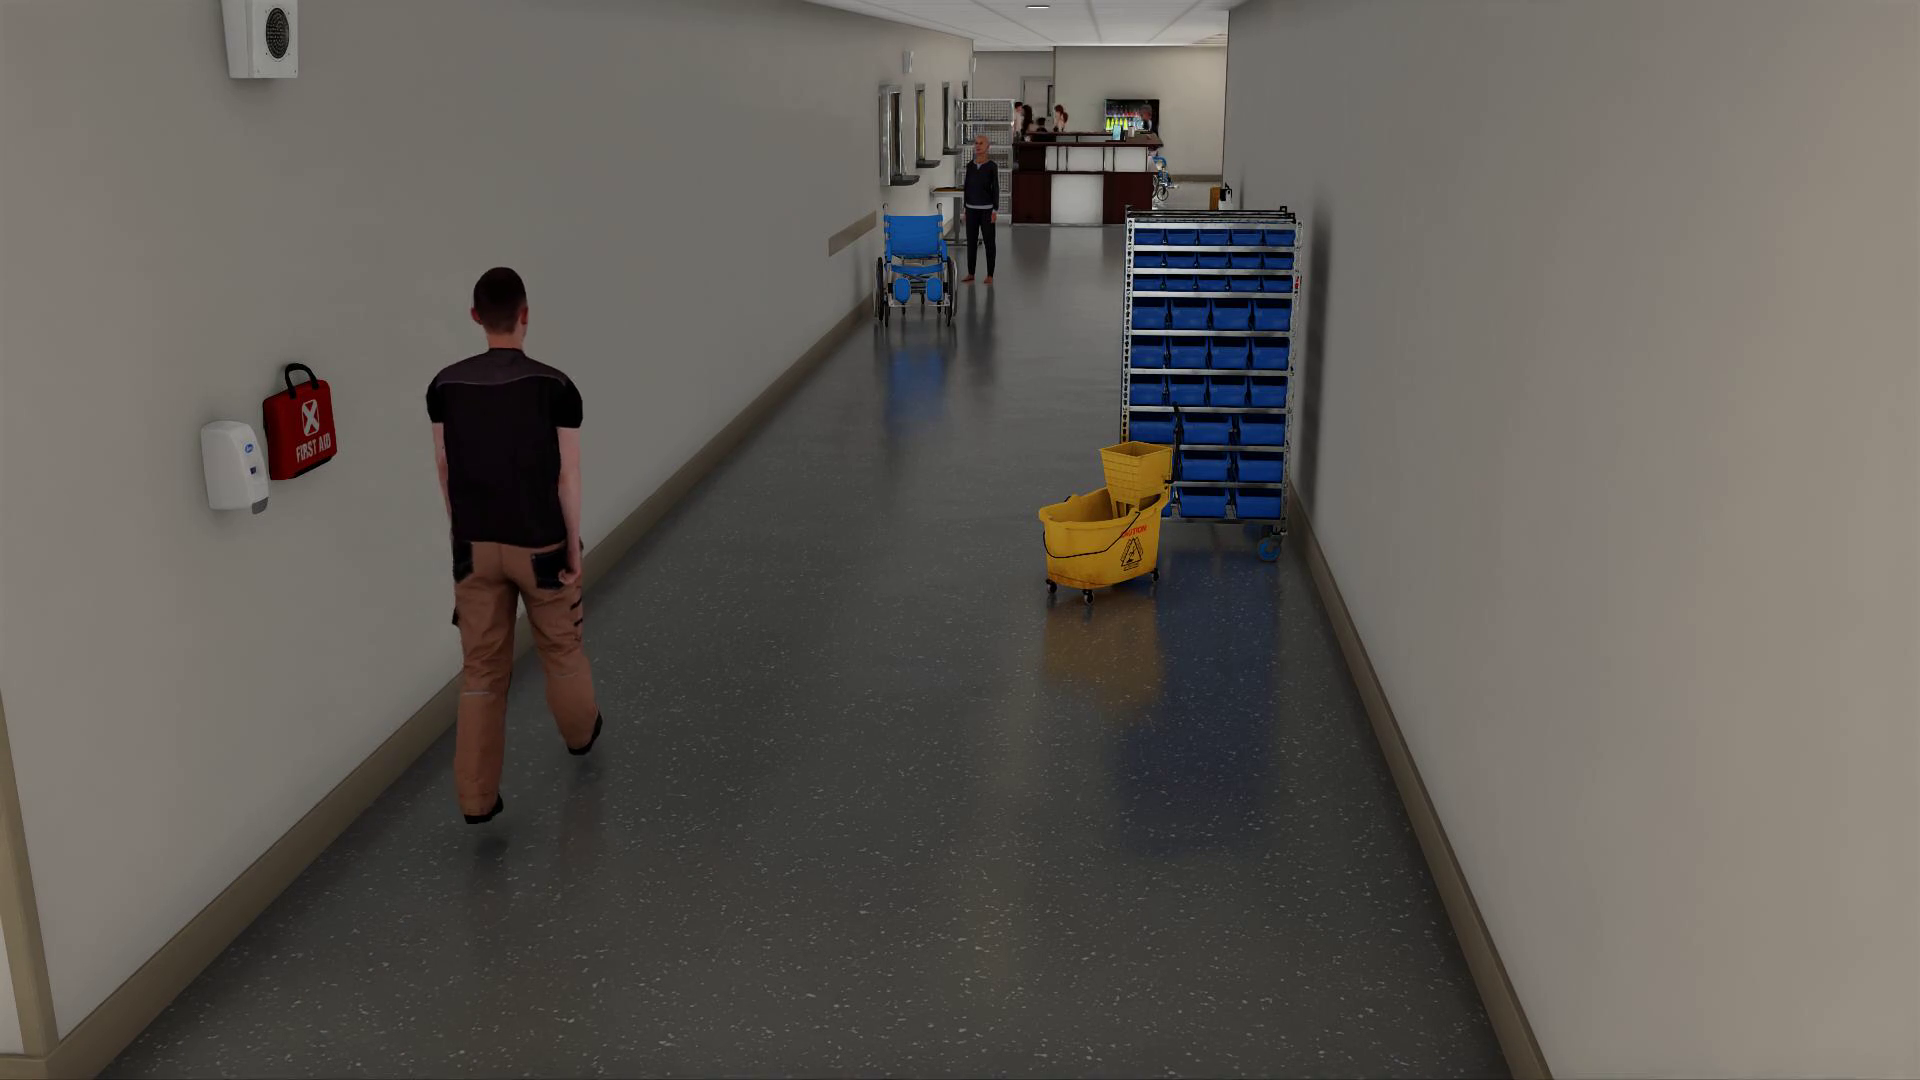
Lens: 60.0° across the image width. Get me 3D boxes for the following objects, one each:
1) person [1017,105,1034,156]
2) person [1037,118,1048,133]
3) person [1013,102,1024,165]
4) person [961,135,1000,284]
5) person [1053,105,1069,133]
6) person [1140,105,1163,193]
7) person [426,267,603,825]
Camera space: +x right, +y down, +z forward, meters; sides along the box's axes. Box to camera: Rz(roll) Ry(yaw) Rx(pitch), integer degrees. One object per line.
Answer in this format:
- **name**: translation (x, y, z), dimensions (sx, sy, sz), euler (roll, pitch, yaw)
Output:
- **person**: translation (1.386, -7.776, 33.275), dimensions (0.801, 1.785, 0.714), euler (-4, 16, -15)
- **person**: translation (2.204, -10.736, 44.731), dimensions (0.578, 1.227, 0.654), euler (12, 20, 37)
- **person**: translation (1.552, -11.062, 45.179), dimensions (0.672, 1.650, 0.644), euler (11, 19, 34)
- **person**: translation (0.247, -3.961, 19.857), dimensions (0.575, 1.723, 0.728), euler (7, 17, 24)
- **person**: translation (2.092, -7.917, 33.788), dimensions (0.678, 1.777, 0.592), euler (4, 16, 13)
- **person**: translation (3.878, -7.796, 33.320), dimensions (0.785, 1.799, 0.726), euler (2, 16, 7)
- **person**: translation (-1.508, 0.064, 5.467), dimensions (1.182, 1.785, 0.793), euler (0, 16, 1)
